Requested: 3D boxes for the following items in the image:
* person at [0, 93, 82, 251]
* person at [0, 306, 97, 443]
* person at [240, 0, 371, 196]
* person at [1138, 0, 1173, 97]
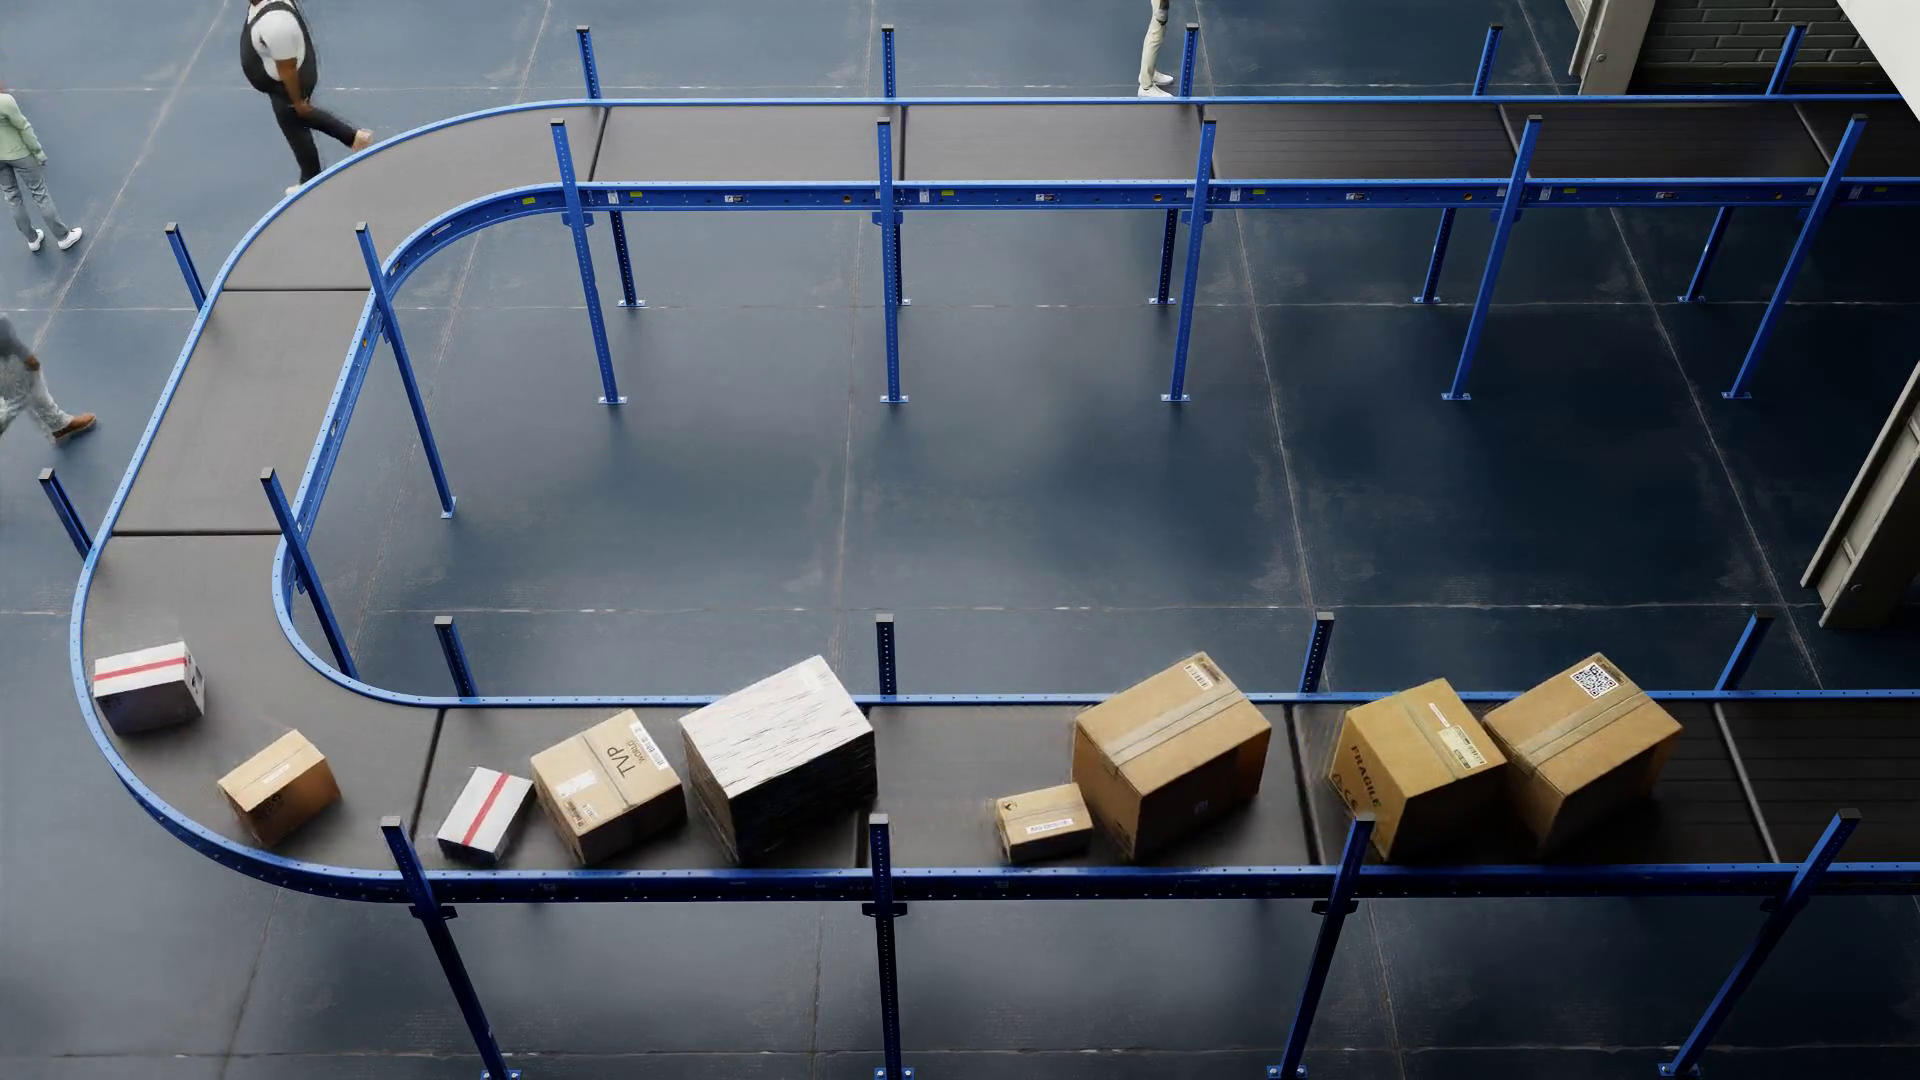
[{"bbox_3d":[-7.101,-2.882,12.848,0.499,1.634,0.288,-1,47,-1],"label":"person"},{"bbox_3d":[-6.362,-1.240,11.134,0.638,1.910,0.849,36,56,29],"label":"person"},{"bbox_3d":[-5.132,-3.586,13.259,0.712,2.000,0.713,-9,48,-9],"label":"person"},{"bbox_3d":[1.693,-4.538,14.243,0.313,1.865,0.514,3,47,3],"label":"person"}]
